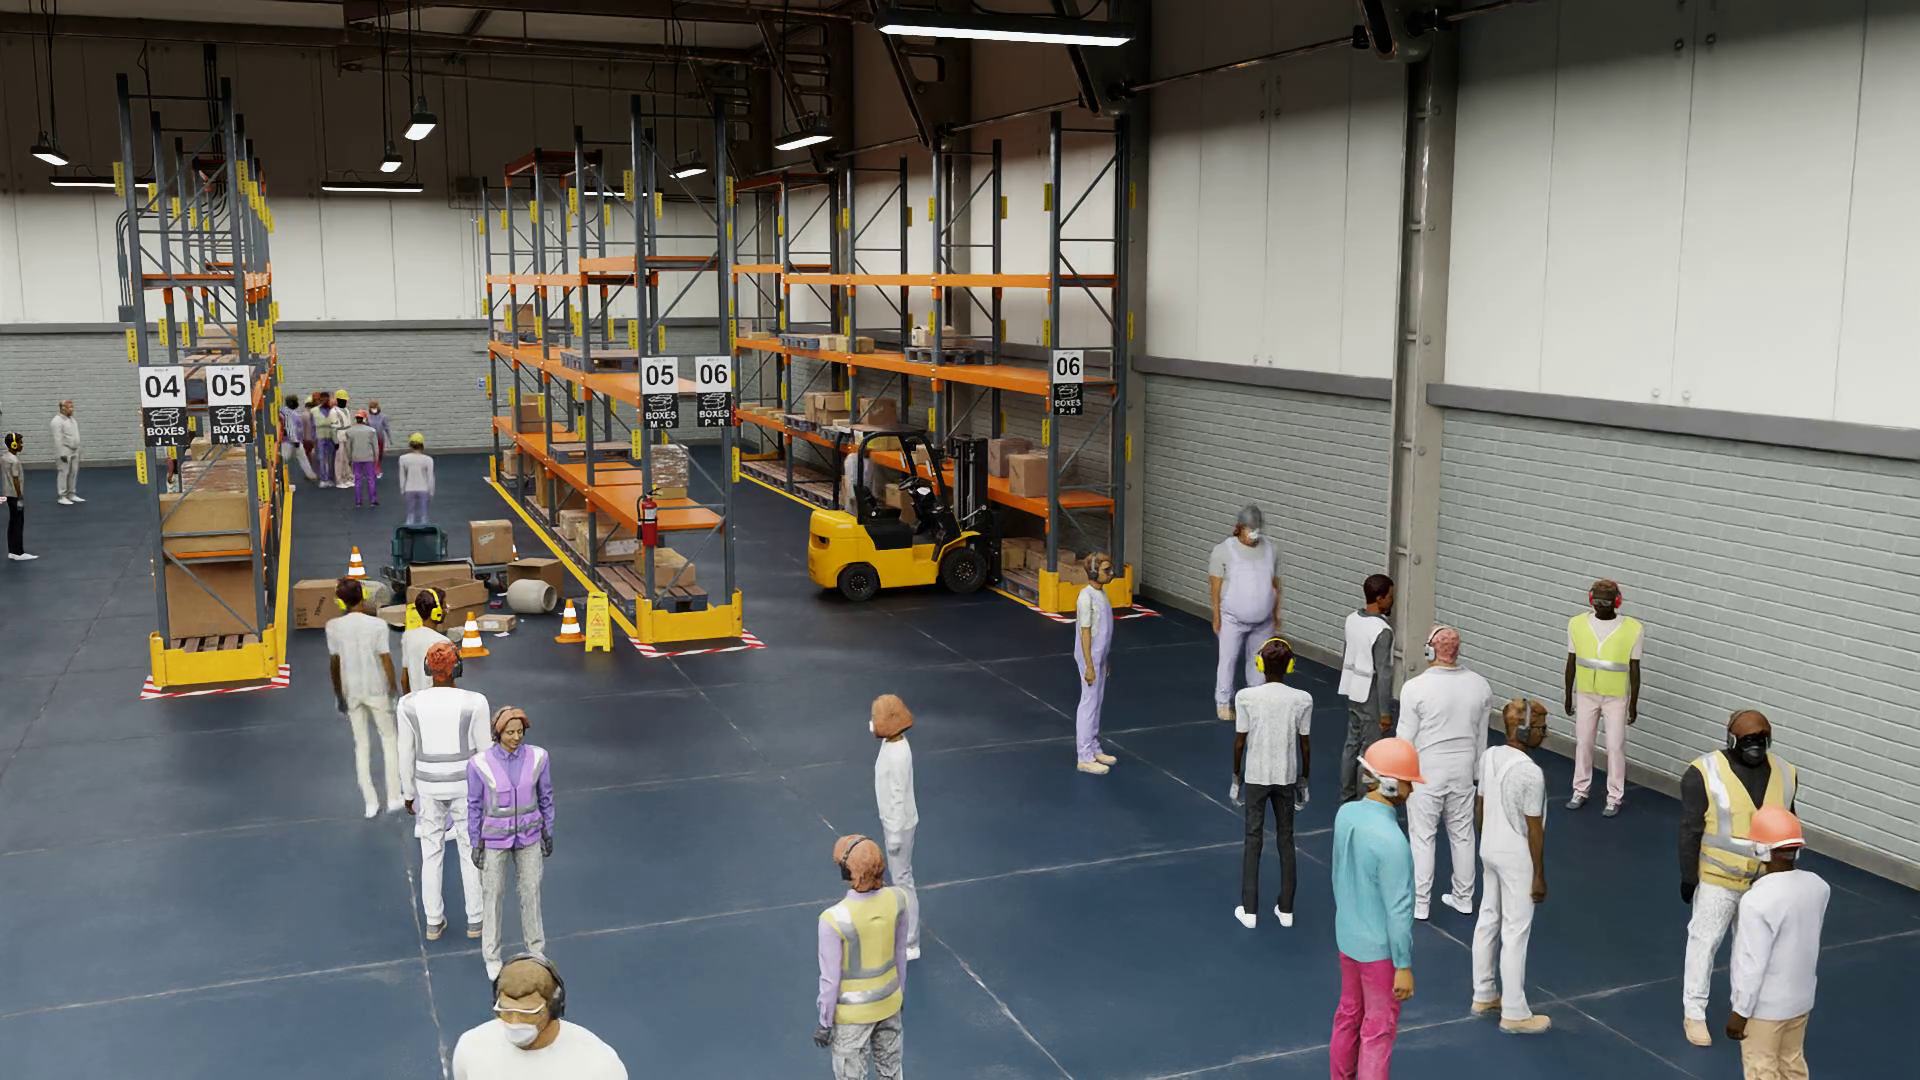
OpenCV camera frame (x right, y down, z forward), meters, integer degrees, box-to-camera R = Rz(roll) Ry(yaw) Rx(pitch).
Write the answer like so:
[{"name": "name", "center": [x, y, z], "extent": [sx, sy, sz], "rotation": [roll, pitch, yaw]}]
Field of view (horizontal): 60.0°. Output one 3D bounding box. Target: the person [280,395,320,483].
[{"name": "person", "center": [-13.215, -1.976, 32.910], "extent": [1.003, 1.786, 0.637], "rotation": [-1, 9, -7]}]

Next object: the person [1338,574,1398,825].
[{"name": "person", "center": [3.054, 1.200, 12.478], "extent": [0.383, 1.918, 0.591], "rotation": [-2, 9, -13]}]

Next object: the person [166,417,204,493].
[{"name": "person", "center": [-12.450, -1.115, 26.731], "extent": [0.407, 2.029, 0.609], "rotation": [6, 11, 34]}]

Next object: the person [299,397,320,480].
[{"name": "person", "center": [-13.007, -2.016, 33.379], "extent": [0.511, 1.708, 0.955], "rotation": [-5, 10, -29]}]

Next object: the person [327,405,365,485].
[{"name": "person", "center": [-12.179, -1.864, 32.762], "extent": [0.865, 1.583, 0.514], "rotation": [-2, 9, -10]}]

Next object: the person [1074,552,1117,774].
[{"name": "person", "center": [1.135, 1.014, 13.877], "extent": [0.345, 1.847, 0.506], "rotation": [3, 10, 19]}]

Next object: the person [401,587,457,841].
[{"name": "person", "center": [-3.850, 1.271, 12.187], "extent": [0.537, 1.869, 0.312], "rotation": [5, 10, 30]}]

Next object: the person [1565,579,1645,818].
[{"name": "person", "center": [4.928, 1.199, 12.762], "extent": [0.560, 1.837, 0.389], "rotation": [6, 11, 34]}]

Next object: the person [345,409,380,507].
[{"name": "person", "center": [-10.697, -1.468, 29.819], "extent": [0.562, 1.742, 0.338], "rotation": [-1, 9, -8]}]

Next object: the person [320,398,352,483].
[{"name": "person", "center": [-12.407, -1.942, 32.845], "extent": [0.777, 1.718, 0.597], "rotation": [0, 9, -2]}]

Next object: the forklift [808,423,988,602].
[{"name": "forklift", "center": [-0.830, -0.399, 21.676], "extent": [2.313, 2.155, 1.214], "rotation": [-4, 10, -21]}]

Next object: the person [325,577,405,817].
[{"name": "person", "center": [-4.577, 1.198, 12.767], "extent": [0.564, 1.834, 0.441], "rotation": [0, 9, -1]}]

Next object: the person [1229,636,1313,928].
[{"name": "person", "center": [1.964, 1.536, 10.552], "extent": [0.502, 1.864, 0.330], "rotation": [0, 9, -1]}]

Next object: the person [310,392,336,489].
[{"name": "person", "center": [-12.288, -1.929, 32.308], "extent": [0.610, 1.869, 0.969], "rotation": [-3, 10, -20]}]

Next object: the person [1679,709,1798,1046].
[{"name": "person", "center": [4.176, 1.803, 8.924], "extent": [0.633, 1.841, 0.429], "rotation": [0, 9, -3]}]

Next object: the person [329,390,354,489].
[{"name": "person", "center": [-12.019, -1.969, 32.396], "extent": [0.367, 1.924, 0.594], "rotation": [1, 9, 7]}]

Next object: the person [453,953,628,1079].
[{"name": "person", "center": [-1.408, 2.289, 5.605], "extent": [0.637, 1.928, 0.366], "rotation": [3, 9, 17]}]

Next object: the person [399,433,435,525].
[{"name": "person", "center": [-8.243, -0.749, 25.239], "extent": [0.544, 1.751, 0.487], "rotation": [0, 9, -3]}]

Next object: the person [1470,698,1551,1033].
[{"name": "person", "center": [3.030, 1.772, 9.125], "extent": [0.345, 1.841, 0.506], "rotation": [-3, 9, -18]}]

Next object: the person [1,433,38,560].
[{"name": "person", "center": [-13.721, -0.629, 24.190], "extent": [0.502, 1.862, 0.331], "rotation": [9, 12, 43]}]

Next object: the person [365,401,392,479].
[{"name": "person", "center": [-11.986, -2.081, 34.175], "extent": [0.538, 1.586, 0.846], "rotation": [-5, 10, -28]}]

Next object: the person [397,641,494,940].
[{"name": "person", "center": [-3.177, 1.555, 10.356], "extent": [0.584, 1.882, 0.349], "rotation": [-1, 9, -4]}]

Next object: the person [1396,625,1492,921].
[{"name": "person", "center": [3.079, 1.492, 10.726], "extent": [0.641, 1.899, 0.395], "rotation": [-3, 9, -16]}]

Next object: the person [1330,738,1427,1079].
[{"name": "person", "center": [1.972, 1.903, 7.846], "extent": [0.393, 1.985, 0.611], "rotation": [-2, 9, -14]}]

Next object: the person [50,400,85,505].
[{"name": "person", "center": [-16.150, -1.594, 30.135], "extent": [0.397, 1.899, 0.643], "rotation": [0, 9, 0]}]

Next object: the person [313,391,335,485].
[{"name": "person", "center": [-12.560, -2.017, 32.866], "extent": [0.379, 1.874, 0.599], "rotation": [-1, 9, -3]}]

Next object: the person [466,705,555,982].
[{"name": "person", "center": [-2.637, 1.772, 9.784], "extent": [0.514, 1.634, 0.313], "rotation": [-5, 11, -31]}]

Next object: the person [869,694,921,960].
[{"name": "person", "center": [-0.400, 1.730, 10.072], "extent": [0.287, 1.625, 0.496], "rotation": [-1, 9, -9]}]

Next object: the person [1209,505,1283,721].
[{"name": "person", "center": [2.684, 0.668, 15.439], "extent": [0.704, 2.000, 0.535], "rotation": [-2, 9, -11]}]

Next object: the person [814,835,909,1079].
[{"name": "person", "center": [-0.434, 2.129, 7.507], "extent": [0.511, 1.641, 0.309], "rotation": [-9, 13, -44]}]

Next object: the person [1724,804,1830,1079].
[{"name": "person", "center": [3.680, 2.062, 7.577], "extent": [0.564, 1.748, 0.339], "rotation": [-6, 11, -32]}]
